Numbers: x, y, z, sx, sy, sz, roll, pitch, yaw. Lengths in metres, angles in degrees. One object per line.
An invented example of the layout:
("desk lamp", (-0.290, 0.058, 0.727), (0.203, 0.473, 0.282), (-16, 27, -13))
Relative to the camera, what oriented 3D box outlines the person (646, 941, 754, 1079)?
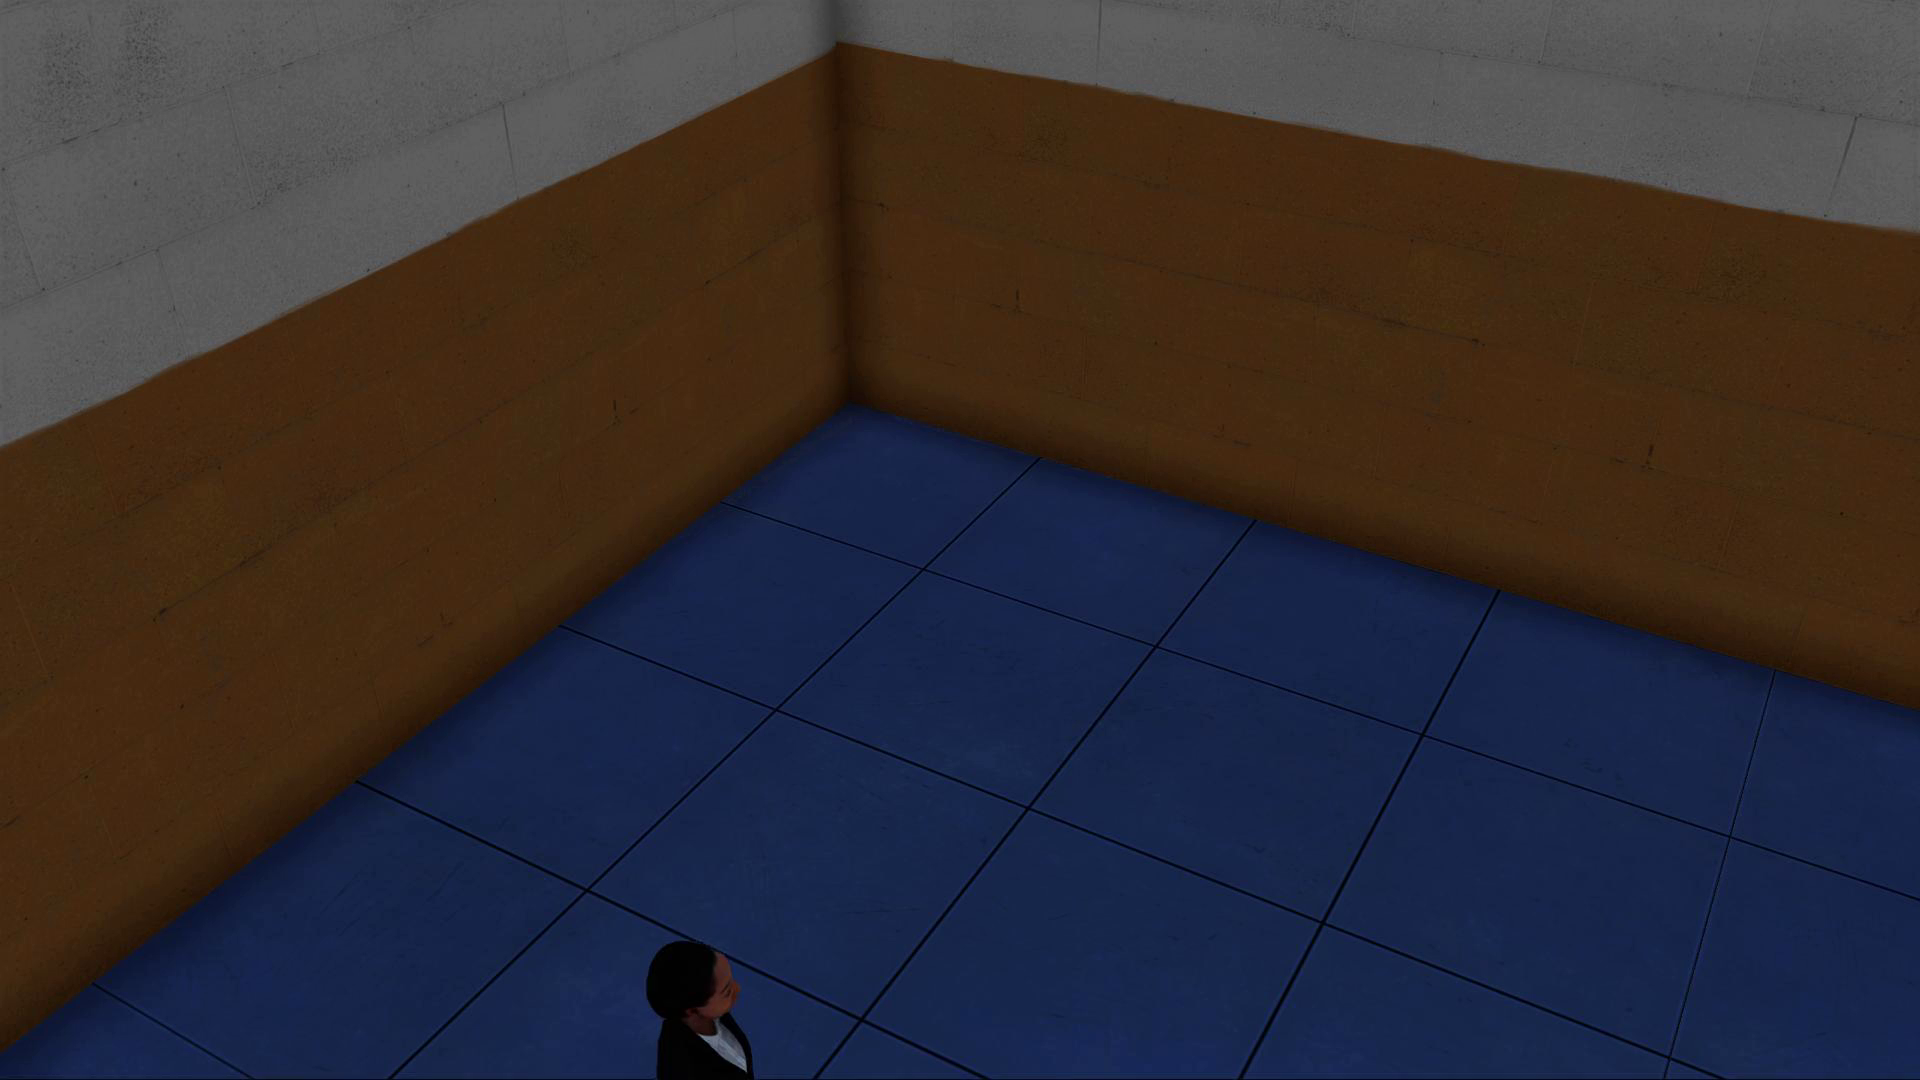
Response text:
("person", (-0.716, 1.782, 4.625), (0.739, 1.830, 0.657), (-3, 34, -5))
